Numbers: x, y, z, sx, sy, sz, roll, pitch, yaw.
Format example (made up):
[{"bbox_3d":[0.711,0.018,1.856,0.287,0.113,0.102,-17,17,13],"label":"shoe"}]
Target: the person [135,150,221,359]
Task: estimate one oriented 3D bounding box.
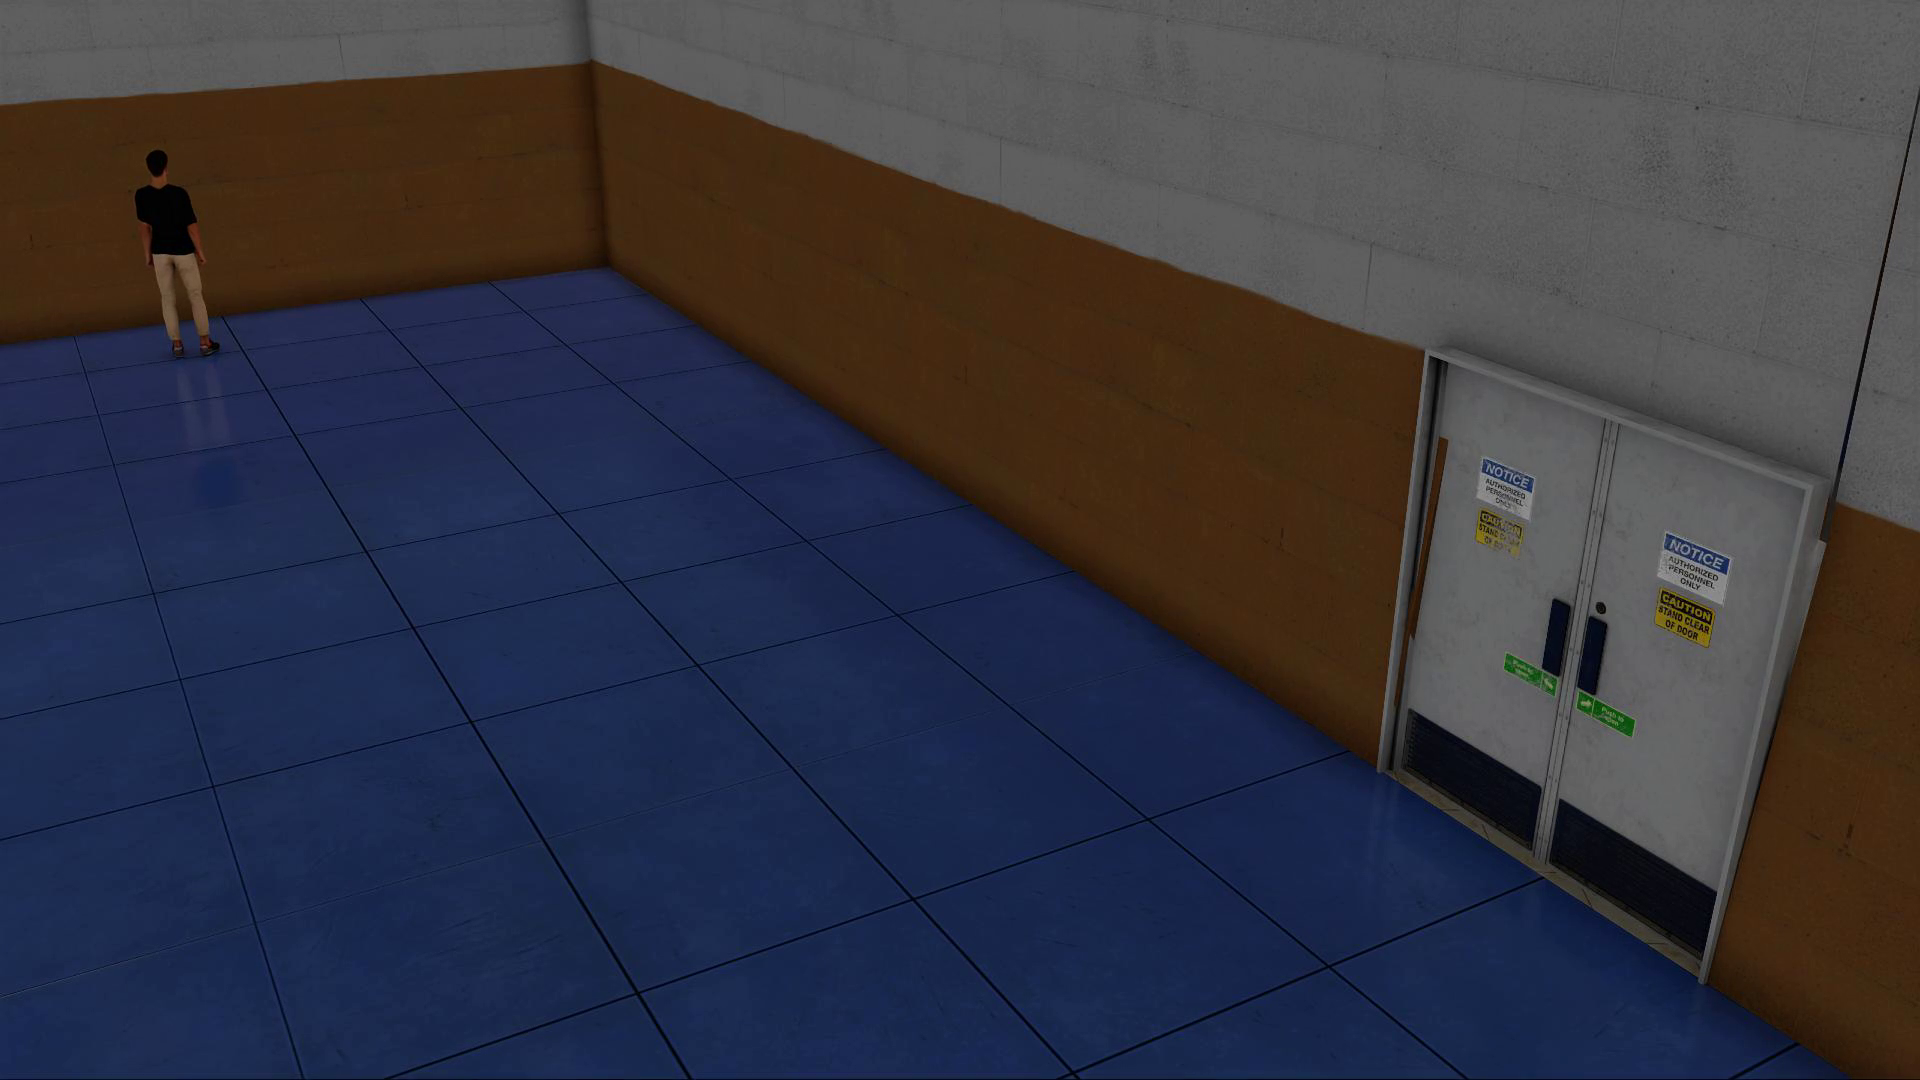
[{"bbox_3d":[-7.113,-2.587,15.042,0.571,1.857,0.768,-5,24,-12],"label":"person"}]
